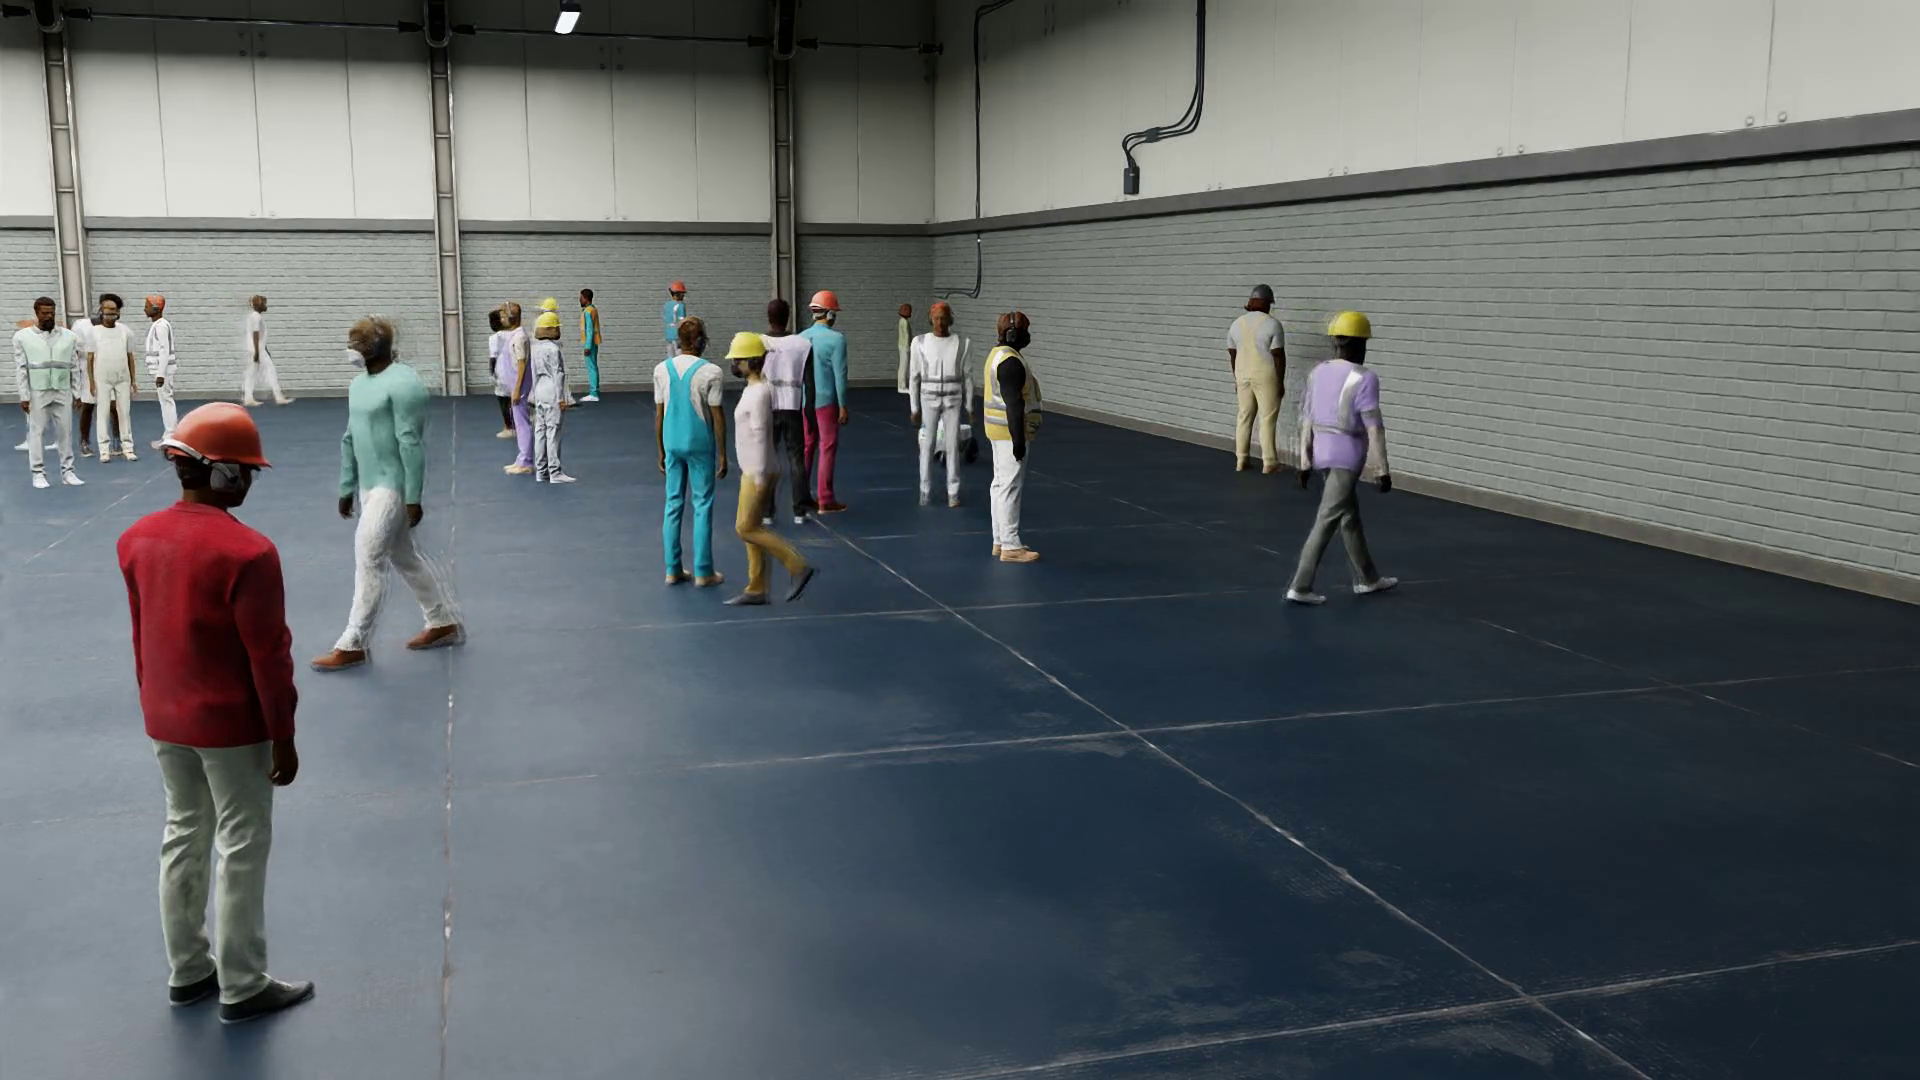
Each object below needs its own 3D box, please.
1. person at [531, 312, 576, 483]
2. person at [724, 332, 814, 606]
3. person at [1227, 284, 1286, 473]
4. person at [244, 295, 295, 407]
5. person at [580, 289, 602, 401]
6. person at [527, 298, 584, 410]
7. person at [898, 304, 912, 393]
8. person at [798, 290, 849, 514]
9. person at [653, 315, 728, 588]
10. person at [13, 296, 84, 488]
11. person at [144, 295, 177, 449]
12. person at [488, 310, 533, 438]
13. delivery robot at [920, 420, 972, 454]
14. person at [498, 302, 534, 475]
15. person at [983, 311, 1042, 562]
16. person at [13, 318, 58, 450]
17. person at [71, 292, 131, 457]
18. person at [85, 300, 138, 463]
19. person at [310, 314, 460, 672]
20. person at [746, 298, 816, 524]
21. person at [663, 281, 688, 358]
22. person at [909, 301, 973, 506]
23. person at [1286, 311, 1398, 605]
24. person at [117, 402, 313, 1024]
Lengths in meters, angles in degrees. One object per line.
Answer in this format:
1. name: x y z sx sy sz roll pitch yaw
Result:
1. person: -4.189 -1.457 17.045 0.485 1.745 0.296 9 12 44
2. person: -1.243 -0.431 10.489 0.478 1.754 0.529 -2 9 -10
3. person: 3.252 -1.744 17.934 0.683 2.000 0.538 9 12 44
4. person: -11.364 -3.093 27.247 0.870 1.806 0.528 -6 11 -33
5. person: -6.330 -3.337 28.484 0.382 1.918 0.597 -1 9 -6
6. person: -6.507 -2.942 26.402 0.915 1.788 0.607 -4 10 -25
7. person: -0.995 -3.494 30.393 0.264 1.632 0.508 -2 9 -12
8. person: -1.228 -1.232 14.886 0.631 1.982 0.428 8 12 43
9. person: -1.813 -0.589 11.228 0.511 1.837 0.353 3 9 16
10. person: -9.119 -1.475 16.655 0.395 1.910 0.586 8 12 41
11. person: -9.813 -2.056 20.427 0.355 1.883 0.574 -4 10 -26
12. person: -5.922 -2.159 21.712 0.427 1.672 0.544 2 9 12
13. delivery robot: -0.157 -1.178 18.745 0.477 0.478 0.707 5 10 28
14. person: -4.719 -1.608 17.710 0.344 1.839 0.504 -3 9 -17
15. person: 0.394 -0.764 12.321 0.429 1.844 0.626 -1 9 -9
16. person: -11.287 -1.895 20.272 0.675 1.600 0.524 -3 9 -17
17. person: -10.100 -1.936 19.517 0.654 1.924 0.447 -7 11 -37
18. person: -9.646 -1.802 18.940 0.506 1.842 0.346 -7 11 -38
19. person: -3.149 -0.278 9.064 0.924 1.897 0.644 -8 12 -43
20. person: -1.516 -1.086 14.133 0.595 1.915 0.373 -1 9 -8
21. person: -5.037 -3.582 29.662 0.393 2.040 0.611 -8 12 -42
22. person: -0.174 -1.247 15.270 0.585 1.883 0.340 -1 9 -4
23. person: 2.475 -0.525 10.680 0.986 1.873 0.609 -5 10 -27
24. person: -2.068 0.485 4.682 0.574 1.738 0.355 4 10 26
